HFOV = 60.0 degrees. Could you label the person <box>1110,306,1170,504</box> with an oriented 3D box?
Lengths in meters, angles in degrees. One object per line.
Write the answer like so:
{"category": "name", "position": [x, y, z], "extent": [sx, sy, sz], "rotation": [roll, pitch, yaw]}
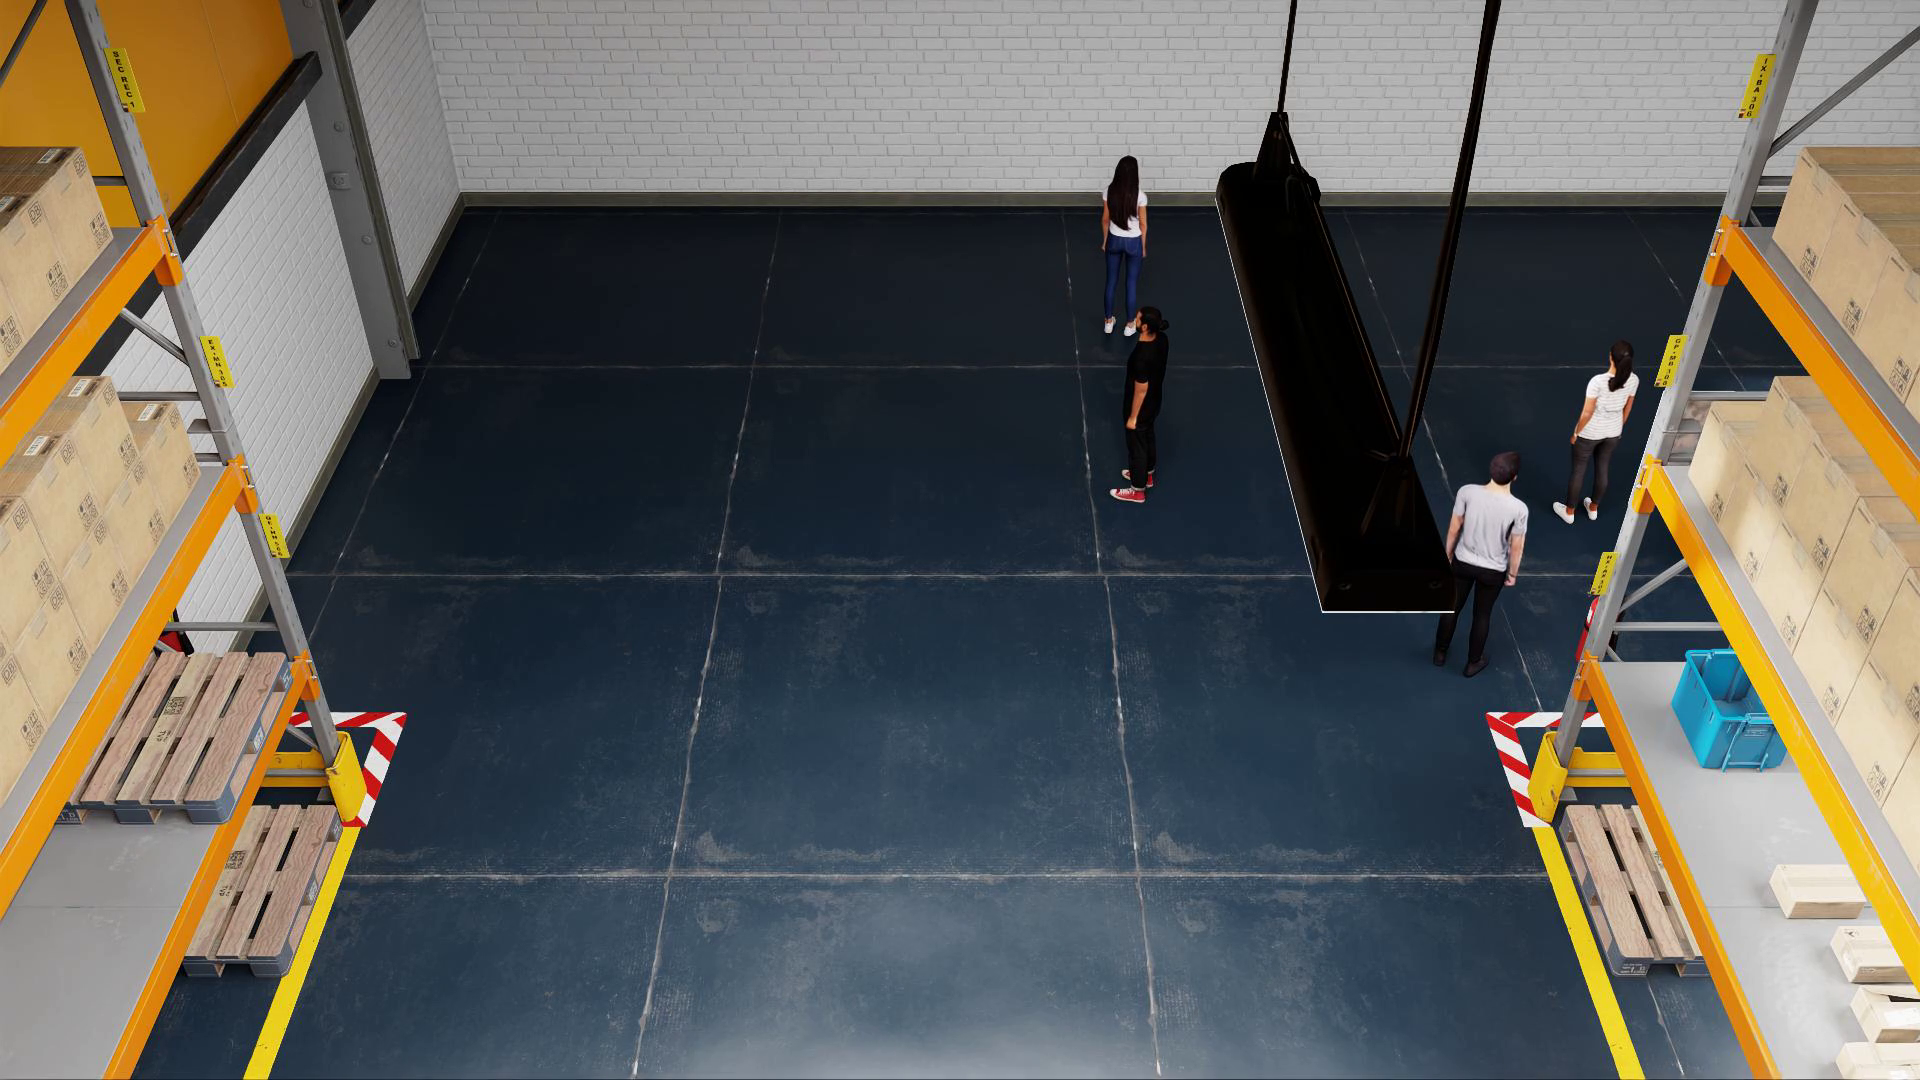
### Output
{"category": "person", "position": [1.462, -1.096, 13.288], "extent": [0.775, 1.758, 0.647], "rotation": [15, 41, 18]}

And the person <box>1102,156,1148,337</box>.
{"category": "person", "position": [1.506, -2.697, 15.281], "extent": [0.662, 1.774, 0.650], "rotation": [16, 41, 19]}

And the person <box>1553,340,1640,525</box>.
{"category": "person", "position": [5.025, -0.855, 13.076], "extent": [0.605, 1.646, 0.573], "rotation": [-6, 39, -8]}

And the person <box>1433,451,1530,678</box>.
{"category": "person", "position": [3.629, 0.162, 11.629], "extent": [0.751, 1.863, 0.744], "rotation": [22, 43, 25]}
